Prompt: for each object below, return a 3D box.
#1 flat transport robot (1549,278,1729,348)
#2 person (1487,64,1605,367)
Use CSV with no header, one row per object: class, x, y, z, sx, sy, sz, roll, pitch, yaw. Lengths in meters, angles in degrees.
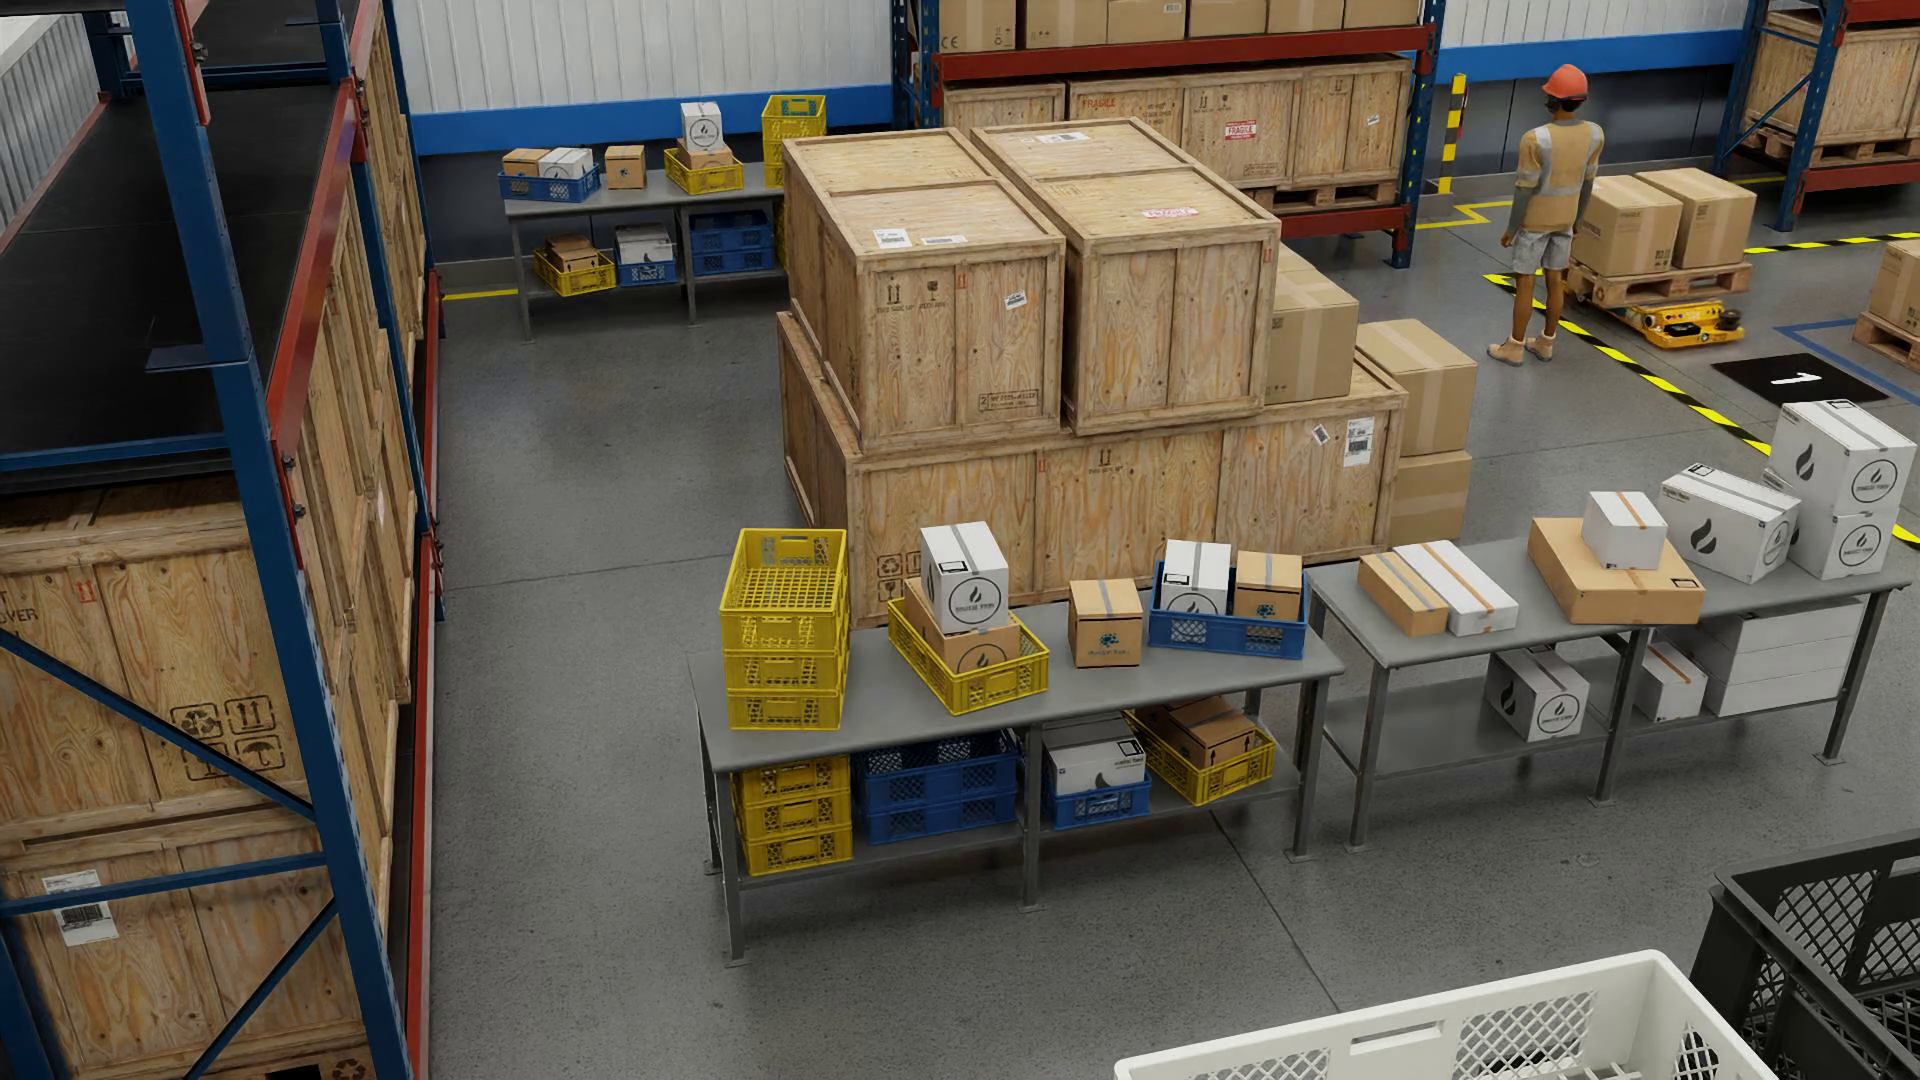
flat transport robot,5.083,-1.800,12.356,0.652,0.197,1.431,-8,30,-14
person,3.936,-2.163,11.202,0.605,2.048,0.366,-9,30,-16
